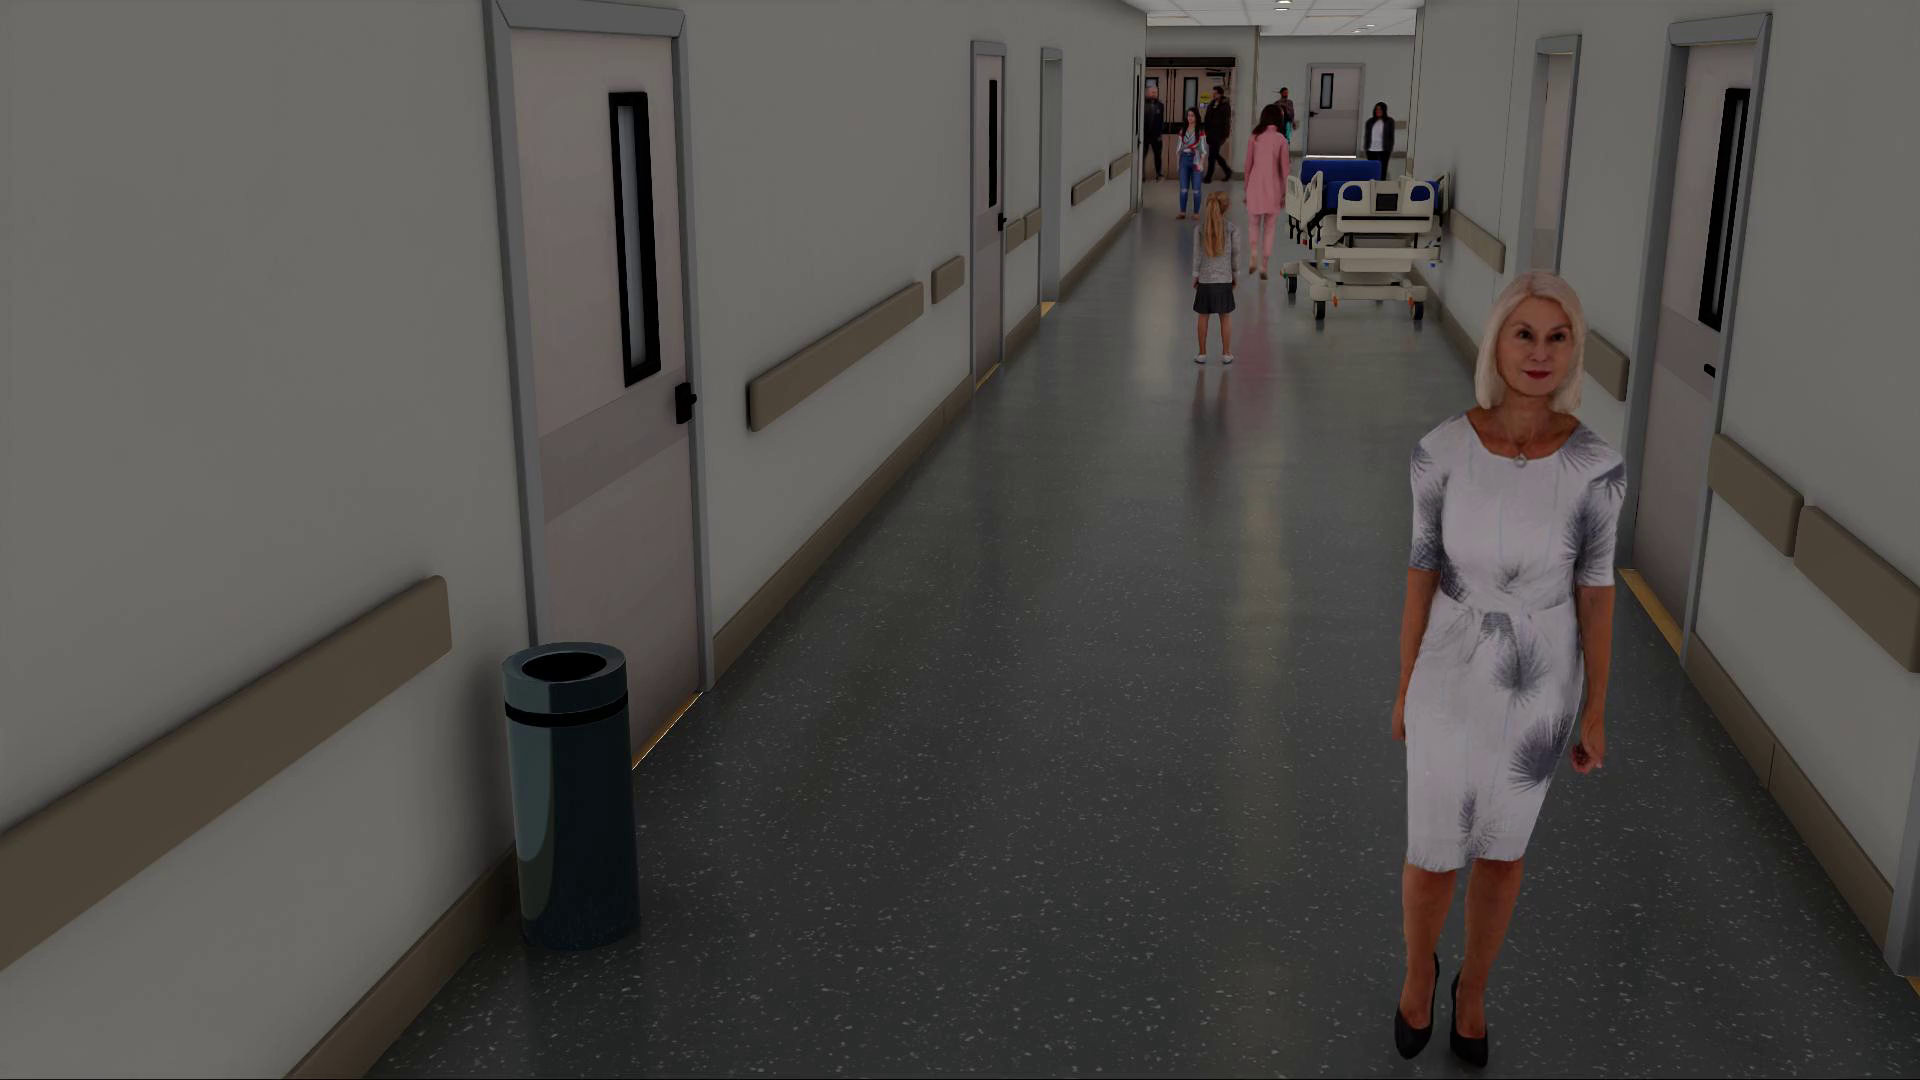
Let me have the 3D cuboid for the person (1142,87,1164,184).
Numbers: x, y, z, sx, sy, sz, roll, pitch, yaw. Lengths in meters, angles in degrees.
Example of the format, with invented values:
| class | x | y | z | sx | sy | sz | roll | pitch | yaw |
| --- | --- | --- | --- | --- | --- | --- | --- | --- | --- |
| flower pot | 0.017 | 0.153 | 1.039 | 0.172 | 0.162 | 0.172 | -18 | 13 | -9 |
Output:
| class | x | y | z | sx | sy | sz | roll | pitch | yaw |
| --- | --- | --- | --- | --- | --- | --- | --- | --- | --- |
| person | 3.632 | -7.781 | 32.095 | 1.145 | 1.792 | 0.932 | -1 | 16 | -3 |

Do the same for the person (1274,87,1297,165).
| class | x | y | z | sx | sy | sz | roll | pitch | yaw |
| --- | --- | --- | --- | --- | --- | --- | --- | --- | --- |
| person | 7.542 | -9.703 | 38.988 | 1.109 | 1.750 | 1.179 | -12 | 20 | -36 |

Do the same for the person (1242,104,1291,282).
| class | x | y | z | sx | sy | sz | roll | pitch | yaw |
| --- | --- | --- | --- | --- | --- | --- | --- | --- | --- |
| person | 3.107 | -3.534 | 17.042 | 0.699 | 1.786 | 0.735 | 5 | 16 | 17 |

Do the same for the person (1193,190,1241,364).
| class | x | y | z | sx | sy | sz | roll | pitch | yaw |
| --- | --- | --- | --- | --- | --- | --- | --- | --- | --- |
| person | 1.909 | -1.969 | 12.419 | 0.453 | 1.275 | 0.563 | 2 | 16 | 8 |

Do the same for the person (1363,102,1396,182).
| class | x | y | z | sx | sy | sz | roll | pitch | yaw |
| --- | --- | --- | --- | --- | --- | --- | --- | --- | --- |
| person | 7.394 | -6.894 | 29.328 | 0.661 | 1.586 | 0.793 | 6 | 17 | 21 |

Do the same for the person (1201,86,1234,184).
| class | x | y | z | sx | sy | sz | roll | pitch | yaw |
| --- | --- | --- | --- | --- | --- | --- | --- | --- | --- |
| person | 5.007 | -7.791 | 32.102 | 1.288 | 1.808 | 1.201 | -9 | 18 | -30 |

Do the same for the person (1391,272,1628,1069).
| class | x | y | z | sx | sy | sz | roll | pitch | yaw |
| --- | --- | --- | --- | --- | --- | --- | --- | --- | --- |
| person | 1.122 | 0.295 | 3.551 | 0.507 | 1.735 | 0.626 | 2 | 16 | 8 |

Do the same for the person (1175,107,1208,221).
| class | x | y | z | sx | sy | sz | roll | pitch | yaw |
| --- | --- | --- | --- | --- | --- | --- | --- | --- | --- |
| person | 3.399 | -5.523 | 24.418 | 0.536 | 1.611 | 0.707 | 7 | 17 | 25 |
